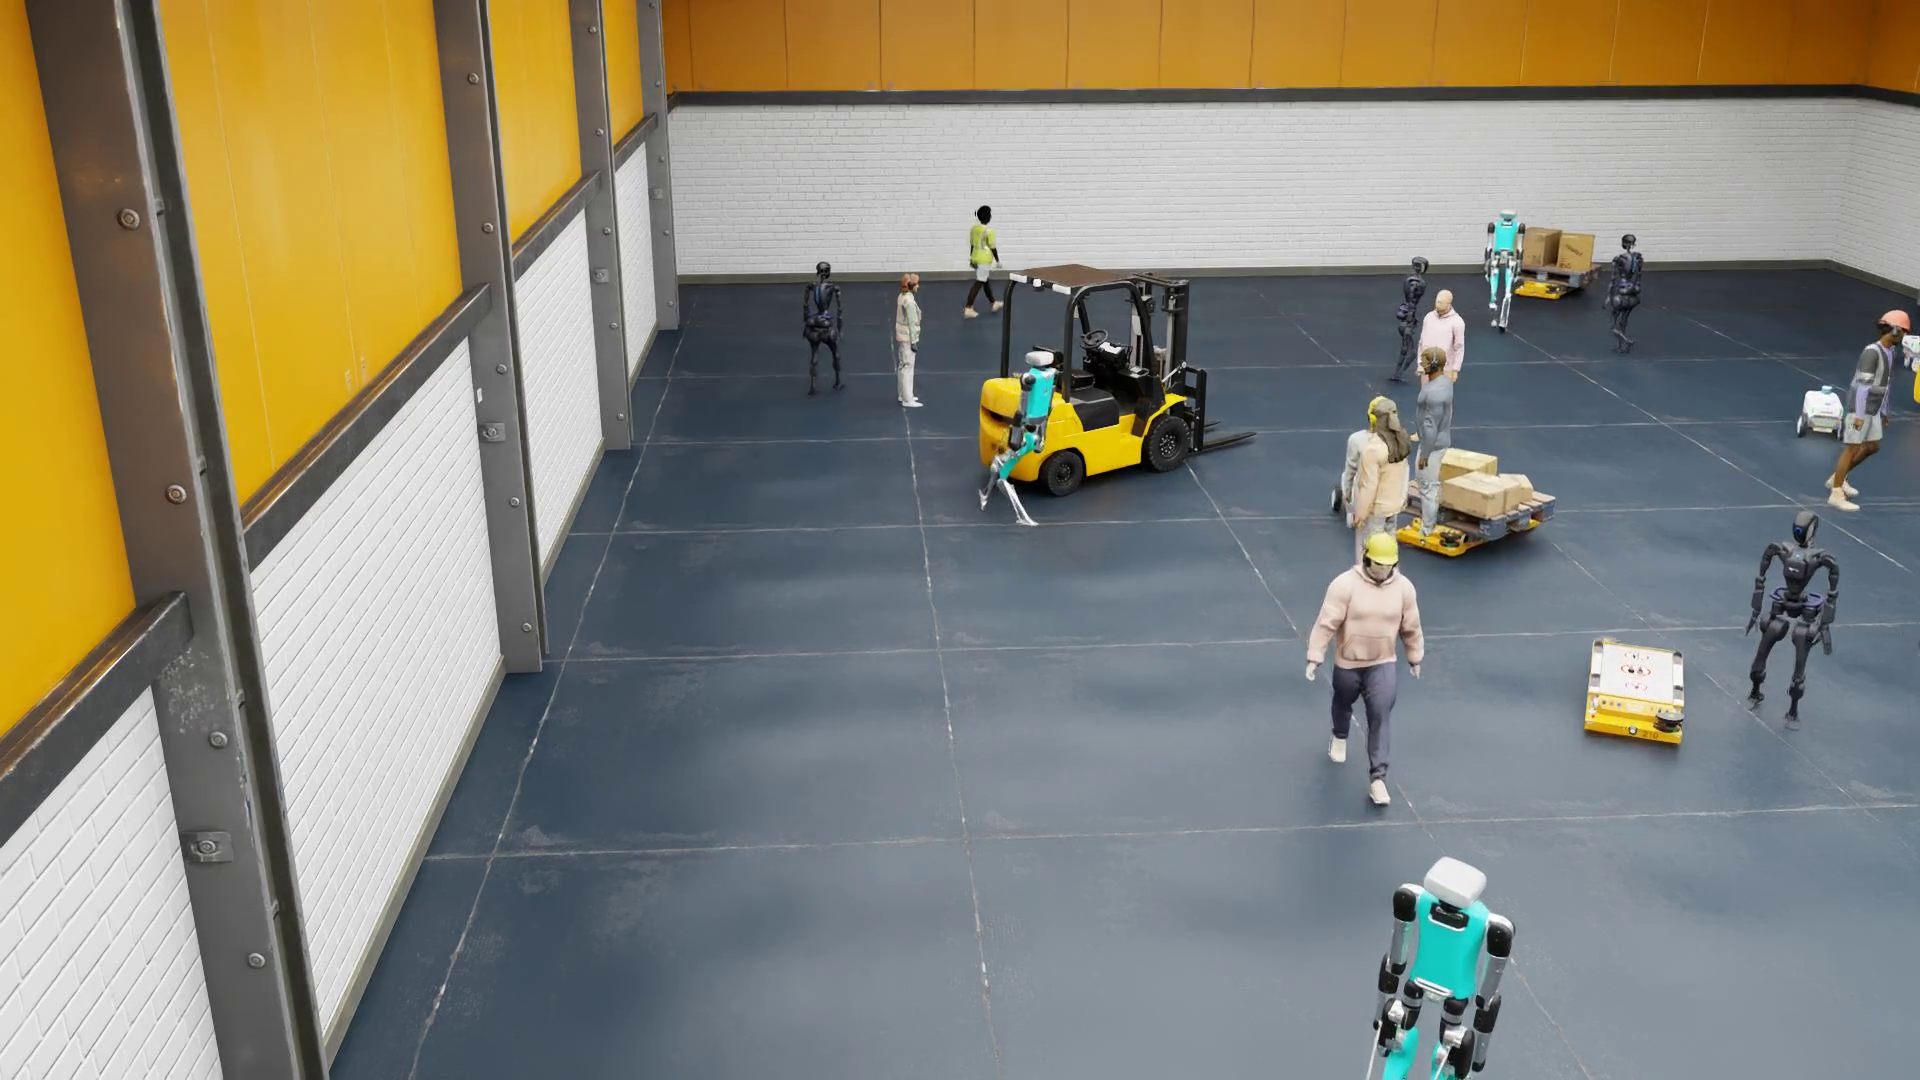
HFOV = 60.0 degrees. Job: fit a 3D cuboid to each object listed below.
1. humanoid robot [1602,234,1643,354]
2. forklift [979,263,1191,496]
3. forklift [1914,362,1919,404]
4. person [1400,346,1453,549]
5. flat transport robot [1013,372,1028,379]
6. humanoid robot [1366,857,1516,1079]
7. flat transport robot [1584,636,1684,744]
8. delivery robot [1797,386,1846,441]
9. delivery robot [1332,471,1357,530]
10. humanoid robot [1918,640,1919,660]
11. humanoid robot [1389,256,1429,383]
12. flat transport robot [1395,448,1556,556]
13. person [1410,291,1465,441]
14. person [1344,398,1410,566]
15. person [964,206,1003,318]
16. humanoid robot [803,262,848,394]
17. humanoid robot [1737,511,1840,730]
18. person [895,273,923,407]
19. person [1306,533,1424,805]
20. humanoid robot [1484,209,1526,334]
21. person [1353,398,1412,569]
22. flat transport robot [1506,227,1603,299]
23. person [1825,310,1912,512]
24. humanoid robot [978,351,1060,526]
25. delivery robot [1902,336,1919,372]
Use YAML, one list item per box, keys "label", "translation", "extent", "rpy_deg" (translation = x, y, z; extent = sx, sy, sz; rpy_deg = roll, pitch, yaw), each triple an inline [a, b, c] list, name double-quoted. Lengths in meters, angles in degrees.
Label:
- label: "humanoid robot"
  translation: [9.149, -3.350, 22.711]
  extent: [0.586, 1.638, 0.510]
  rpy_deg: [-9, 22, -23]
- label: "forklift"
  translation: [1.315, -1.764, 17.646]
  extent: [2.313, 2.155, 1.214]
  rpy_deg: [-14, 24, -33]
- label: "forklift"
  translation: [12.602, -2.435, 19.475]
  extent: [2.313, 2.155, 1.214]
  rpy_deg: [-1, 20, -4]
- label: "person"
  translation: [4.409, -0.870, 15.601]
  extent: [0.368, 1.932, 0.621]
  rpy_deg: [6, 21, 16]
- label: "flat transport robot"
  translation: [1.264, -1.918, 20.852]
  extent: [1.431, 0.231, 0.659]
  rpy_deg: [-1, 20, -3]
- label: "humanoid robot"
  translation: [1.944, 2.332, 7.209]
  extent: [0.559, 1.817, 0.888]
  rpy_deg: [14, 24, 33]
- label: "flat transport robot"
  translation: [5.105, 1.119, 12.580]
  extent: [0.659, 0.231, 1.431]
  rpy_deg: [8, 22, 20]
- label: "delivery robot"
  translation: [9.976, -1.487, 19.227]
  extent: [0.499, 0.570, 0.753]
  rpy_deg: [7, 21, 19]
- label: "delivery robot"
  translation: [3.965, -0.445, 16.420]
  extent: [0.499, 0.590, 0.789]
  rpy_deg: [2, 20, 6]
- label: "humanoid robot"
  translation: [7.057, 0.724, 11.600]
  extent: [1.020, 1.781, 0.530]
  rpy_deg: [-17, 26, -38]
- label: "humanoid robot"
  translation: [5.742, -2.821, 21.282]
  extent: [0.371, 1.642, 0.610]
  rpy_deg: [7, 21, 19]
- label: "flat transport robot"
  translation: [4.911, -0.159, 16.061]
  extent: [1.431, 0.231, 0.659]
  rpy_deg: [-15, 25, -36]
- label: "person"
  translation: [5.394, -1.936, 18.726]
  extent: [0.435, 1.776, 0.534]
  rpy_deg: [-19, 27, -41]
- label: "person"
  translation: [3.656, -0.404, 14.613]
  extent: [0.531, 1.720, 0.897]
  rpy_deg: [1, 20, 2]
- label: "person"
  translation: [0.371, -4.193, 25.032]
  extent: [0.886, 1.650, 0.531]
  rpy_deg: [-12, 23, -30]
- label: "humanoid robot"
  translation: [-1.723, -2.680, 20.901]
  extent: [0.603, 1.640, 0.615]
  rpy_deg: [10, 22, 26]
- label: "humanoid robot"
  translation: [6.056, 0.560, 12.081]
  extent: [0.600, 1.645, 0.396]
  rpy_deg: [16, 26, 37]
- label: "person"
  translation: [-0.632, -2.436, 20.287]
  extent: [0.313, 1.632, 0.519]
  rpy_deg: [-5, 21, -13]
- label: "person"
  translation: [2.729, 0.795, 11.221]
  extent: [0.810, 1.811, 0.986]
  rpy_deg: [2, 20, 5]
- label: "humanoid robot"
  translation: [7.828, -3.832, 23.989]
  extent: [0.530, 1.772, 0.994]
  rpy_deg: [6, 21, 15]
- label: "person"
  translation: [3.557, -0.280, 14.064]
  extent: [0.556, 1.874, 0.390]
  rpy_deg: [-17, 26, -38]
- label: "flat transport robot"
  translation: [9.577, -4.131, 26.882]
  extent: [0.659, 0.231, 1.431]
  rpy_deg: [16, 26, 37]
- label: "person"
  translation: [9.077, -1.321, 16.728]
  extent: [0.699, 2.001, 0.495]
  rpy_deg: [-16, 26, -37]
- label: "humanoid robot"
  translation: [0.471, -1.043, 16.380]
  extent: [0.981, 1.764, 0.581]
  rpy_deg: [16, 26, 37]
- label: "delivery robot"
  translation: [12.948, -2.504, 22.063]
  extent: [0.786, 0.614, 0.514]
  rpy_deg: [3, 20, 8]
